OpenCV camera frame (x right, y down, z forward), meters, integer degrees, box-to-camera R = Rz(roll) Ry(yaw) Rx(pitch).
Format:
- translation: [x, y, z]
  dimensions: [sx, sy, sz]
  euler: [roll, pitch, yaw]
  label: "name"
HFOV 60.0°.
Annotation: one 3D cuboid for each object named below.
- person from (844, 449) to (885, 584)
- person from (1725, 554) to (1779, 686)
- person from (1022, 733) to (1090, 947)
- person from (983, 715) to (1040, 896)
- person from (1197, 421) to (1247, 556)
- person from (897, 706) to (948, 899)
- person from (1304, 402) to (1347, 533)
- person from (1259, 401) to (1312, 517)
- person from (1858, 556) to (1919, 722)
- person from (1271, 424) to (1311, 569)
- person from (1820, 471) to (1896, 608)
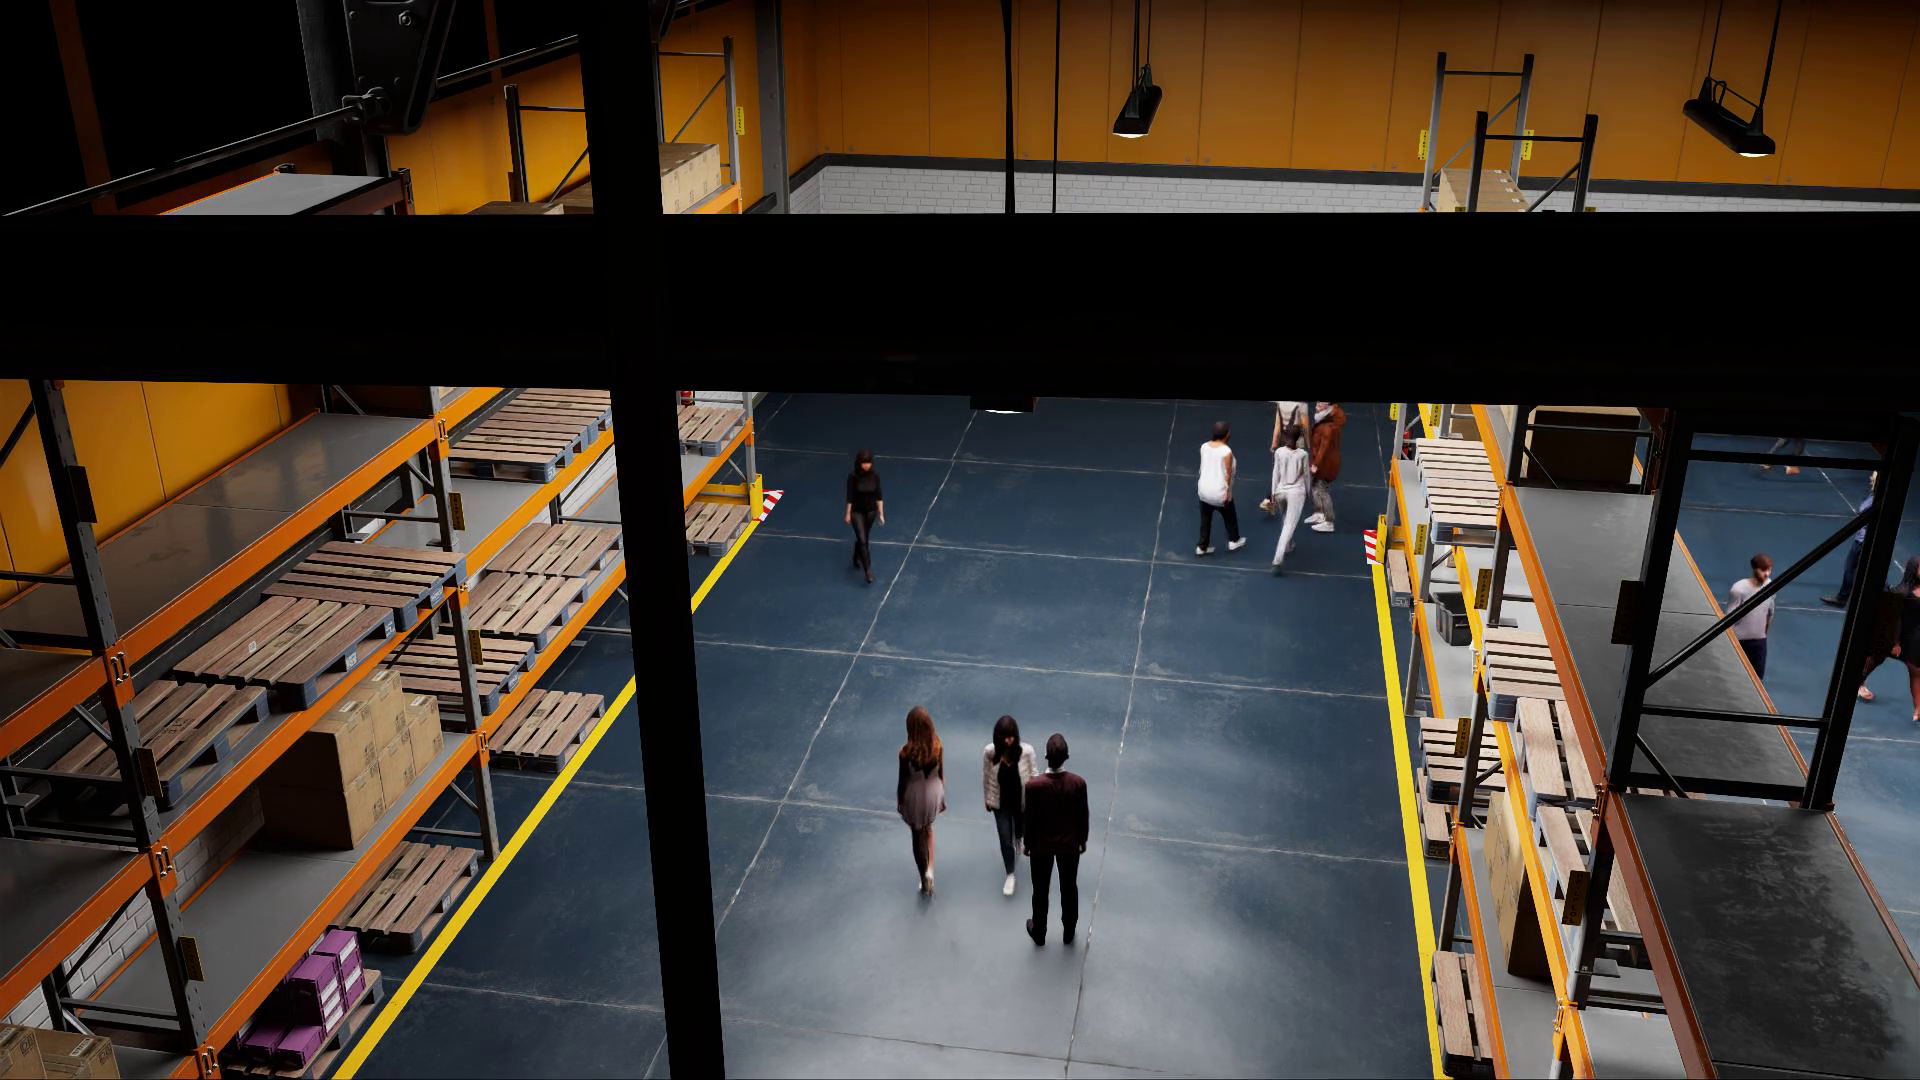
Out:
- translation: [-1.164, -0.340, 19.720]
  dimensions: [0.983, 1.596, 1.173]
  euler: [-9, 25, -20]
  label: "person"
- translation: [7.731, 0.955, 16.514]
  dimensions: [0.885, 1.792, 1.263]
  euler: [-2, 24, -4]
  label: "person"
- translation: [0.755, 2.379, 13.163]
  dimensions: [0.747, 1.866, 0.699]
  euler: [-2, 24, -6]
  label: "person"
- translation: [0.444, 2.144, 14.018]
  dimensions: [0.722, 1.613, 0.999]
  euler: [0, 24, -1]
  label: "person"
- translation: [3.067, -0.602, 20.233]
  dimensions: [1.062, 1.666, 0.987]
  euler: [-17, 29, -33]
  label: "person"
- translation: [-0.273, 2.222, 13.661]
  dimensions: [0.695, 1.754, 0.756]
  euler: [-8, 25, -17]
  label: "person"
- translation: [4.668, -0.956, 20.859]
  dimensions: [0.779, 1.814, 0.599]
  euler: [5, 24, 12]
  label: "person"
- translation: [4.199, -1.194, 21.345]
  dimensions: [1.200, 1.859, 1.137]
  euler: [-16, 28, -32]
  label: "person"
- translation: [9.372, 0.948, 16.692]
  dimensions: [1.056, 1.662, 1.286]
  euler: [-9, 25, -19]
  label: "person"
- translation: [3.926, -0.487, 19.888]
  dimensions: [0.853, 1.732, 1.195]
  euler: [13, 27, 27]
  label: "person"
- translation: [10.317, 0.010, 18.760]
  dimensions: [0.972, 1.724, 1.047]
  euler: [15, 28, 30]
  label: "person"
